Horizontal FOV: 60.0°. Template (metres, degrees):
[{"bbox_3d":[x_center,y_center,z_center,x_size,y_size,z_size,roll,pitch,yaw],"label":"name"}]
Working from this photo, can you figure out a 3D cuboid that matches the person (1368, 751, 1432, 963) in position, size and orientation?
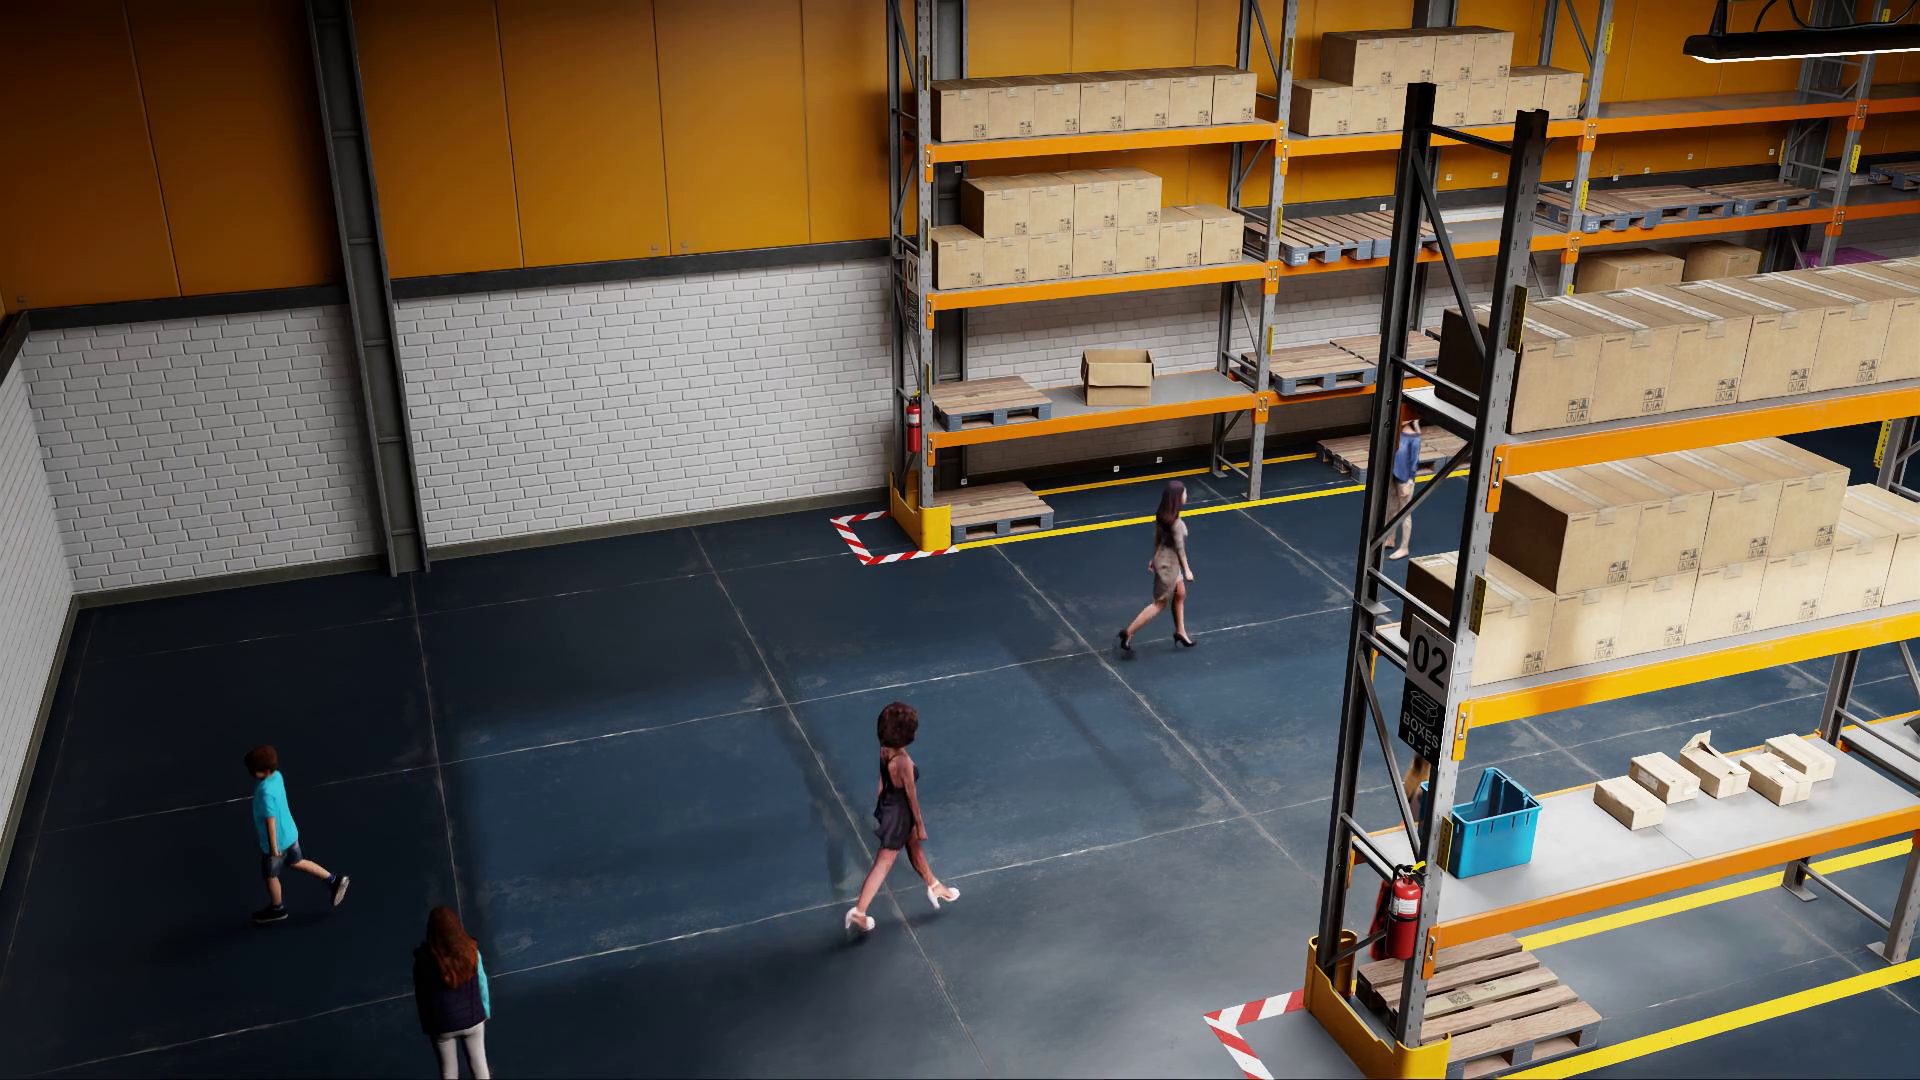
[{"bbox_3d":[3.035,2.086,11.170,0.745,1.800,0.719,4,24,9],"label":"person"}]

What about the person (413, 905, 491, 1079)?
[{"bbox_3d":[-2.988,2.833,9.843,0.493,1.493,0.613,-9,25,-19],"label":"person"}]

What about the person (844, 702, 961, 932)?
[{"bbox_3d":[-0.514,1.978,11.498,1.114,1.735,0.627,-10,26,-22],"label":"person"}]

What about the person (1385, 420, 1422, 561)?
[{"bbox_3d":[4.647,-0.632,17.517,0.574,1.697,0.624,-10,26,-22],"label":"person"}]

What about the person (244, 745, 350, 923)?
[{"bbox_3d":[-4.720,2.062,11.695,0.952,1.424,0.671,-3,24,-6],"label":"person"}]

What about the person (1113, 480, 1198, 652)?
[{"bbox_3d":[1.842,0.297,15.368,1.118,1.715,0.724,-4,24,-9],"label":"person"}]
